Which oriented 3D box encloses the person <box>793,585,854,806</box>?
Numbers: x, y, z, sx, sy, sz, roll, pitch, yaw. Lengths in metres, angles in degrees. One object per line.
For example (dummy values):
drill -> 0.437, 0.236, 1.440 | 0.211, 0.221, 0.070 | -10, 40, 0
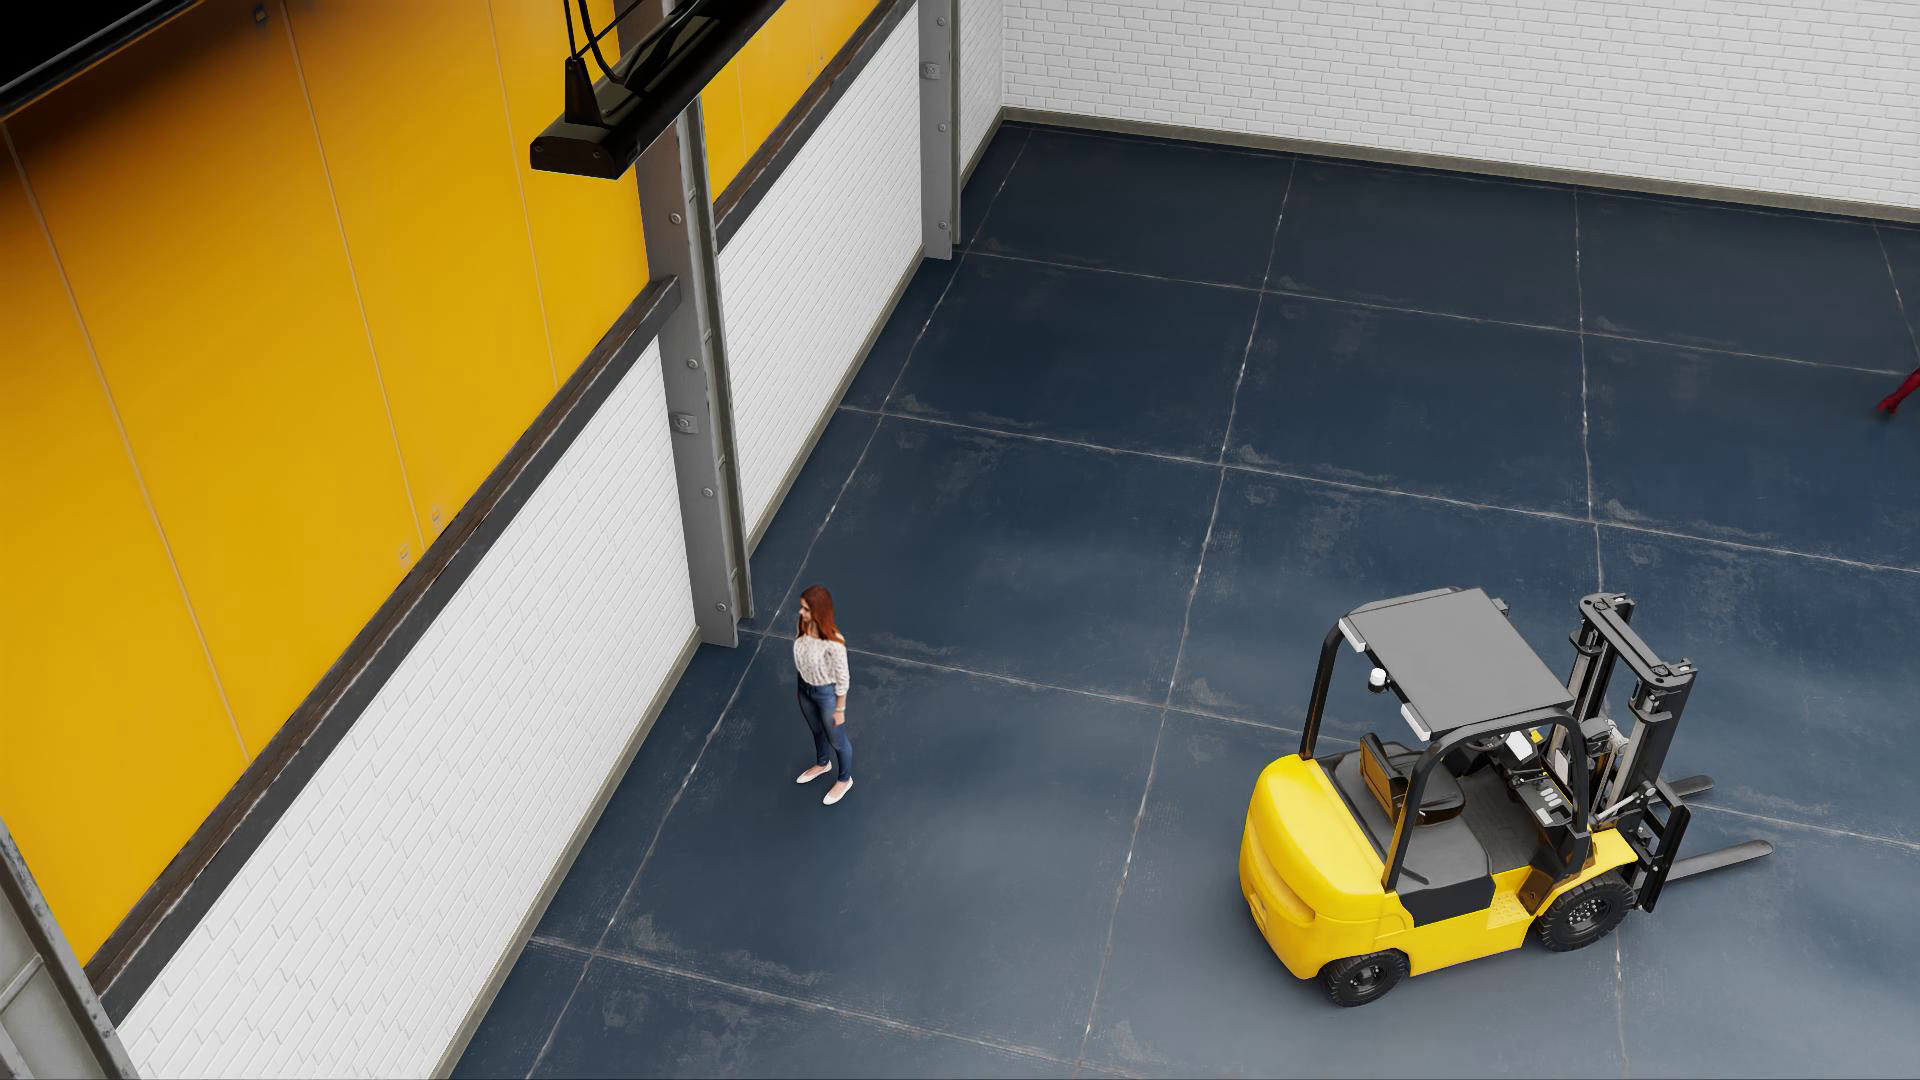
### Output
person -> -0.874, 0.968, 10.624 | 0.658, 1.728, 0.652 | -31, 48, -33
